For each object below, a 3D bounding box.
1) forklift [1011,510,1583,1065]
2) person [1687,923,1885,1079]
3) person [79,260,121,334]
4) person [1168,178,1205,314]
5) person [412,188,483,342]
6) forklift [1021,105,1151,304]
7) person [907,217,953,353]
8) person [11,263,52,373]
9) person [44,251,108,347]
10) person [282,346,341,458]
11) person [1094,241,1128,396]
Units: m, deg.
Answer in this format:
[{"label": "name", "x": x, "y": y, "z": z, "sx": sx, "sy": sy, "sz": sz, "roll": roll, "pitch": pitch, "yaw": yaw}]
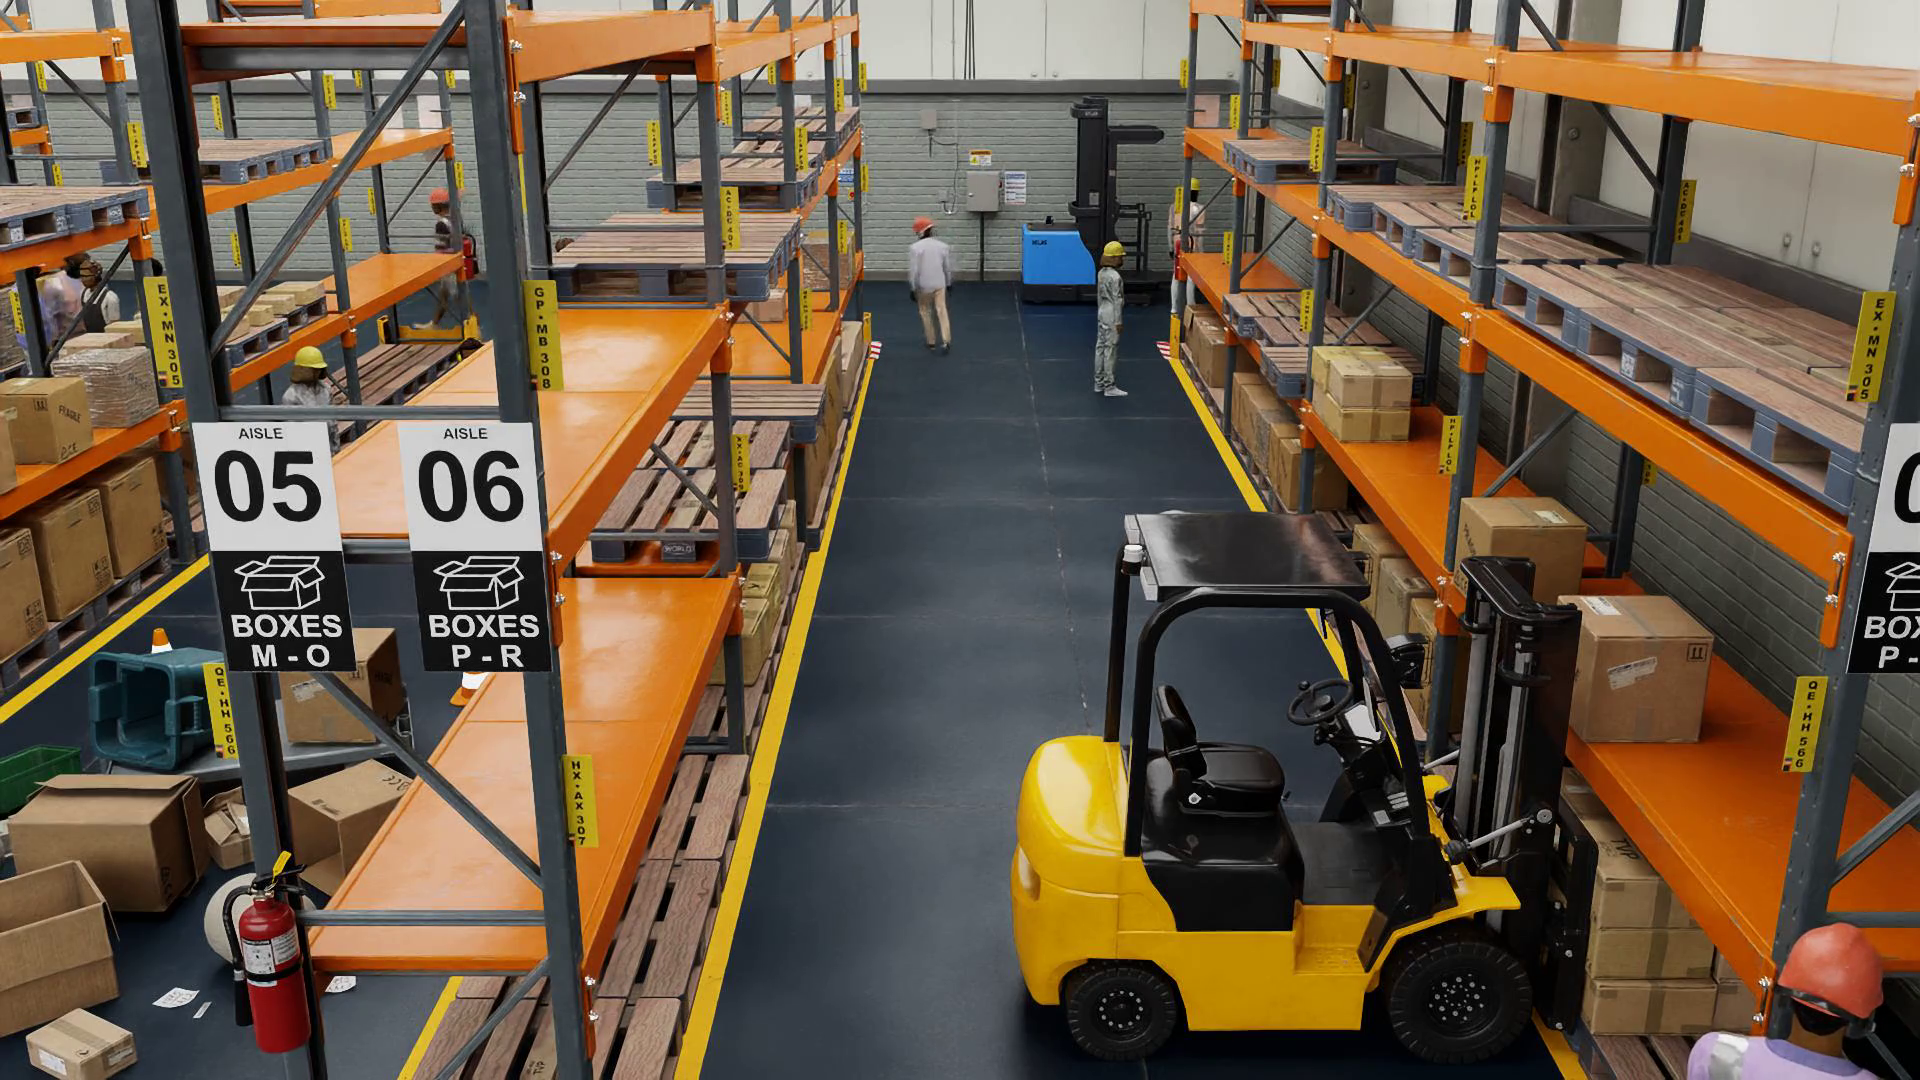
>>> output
[{"label": "forklift", "x": 1.387, "y": 1.055, "z": 7.378, "sx": 2.313, "sy": 2.155, "sz": 1.214, "roll": 0, "pitch": 18, "yaw": 0}, {"label": "person", "x": 2.327, "y": 2.011, "z": 4.723, "sx": 0.609, "sy": 2.044, "sz": 0.393, "roll": 13, "pitch": 22, "yaw": 33}, {"label": "person", "x": -8.764, "y": -1.960, "z": 17.070, "sx": 0.502, "sy": 1.837, "sz": 0.345, "roll": 10, "pitch": 21, "yaw": 27}, {"label": "person", "x": 3.209, "y": -4.138, "z": 23.503, "sx": 0.590, "sy": 1.923, "sz": 0.383, "roll": 15, "pitch": 24, "yaw": 39}, {"label": "person", "x": -6.753, "y": -3.563, "z": 21.646, "sx": 1.022, "sy": 1.991, "sz": 0.612, "roll": 0, "pitch": 18, "yaw": 1}, {"label": "forklift", "x": 1.857, "y": -4.944, "z": 24.441, "sx": 1.873, "sy": 2.768, "sz": 1.129, "roll": 0, "pitch": 18, "yaw": 0}, {"label": "person", "x": -0.322, "y": -3.219, "z": 21.071, "sx": 0.657, "sy": 1.706, "sz": 0.715, "roll": -10, "pitch": 21, "yaw": -29}, {"label": "person", "x": -9.498, "y": -2.046, "z": 17.156, "sx": 0.375, "sy": 1.935, "sz": 0.551, "roll": -6, "pitch": 19, "yaw": -17}, {"label": "person", "x": -9.402, "y": -2.219, "z": 17.880, "sx": 0.665, "sy": 1.819, "sz": 0.432, "roll": -12, "pitch": 22, "yaw": -32}, {"label": "person", "x": -5.183, "y": -0.707, "z": 13.431, "sx": 0.322, "sy": 1.736, "sz": 0.485, "roll": 9, "pitch": 20, "yaw": 26}, {"label": "person", "x": 1.721, "y": -2.512, "z": 18.871, "sx": 0.294, "sy": 1.744, "sz": 0.487, "roll": -7, "pitch": 20, "yaw": -20}]
